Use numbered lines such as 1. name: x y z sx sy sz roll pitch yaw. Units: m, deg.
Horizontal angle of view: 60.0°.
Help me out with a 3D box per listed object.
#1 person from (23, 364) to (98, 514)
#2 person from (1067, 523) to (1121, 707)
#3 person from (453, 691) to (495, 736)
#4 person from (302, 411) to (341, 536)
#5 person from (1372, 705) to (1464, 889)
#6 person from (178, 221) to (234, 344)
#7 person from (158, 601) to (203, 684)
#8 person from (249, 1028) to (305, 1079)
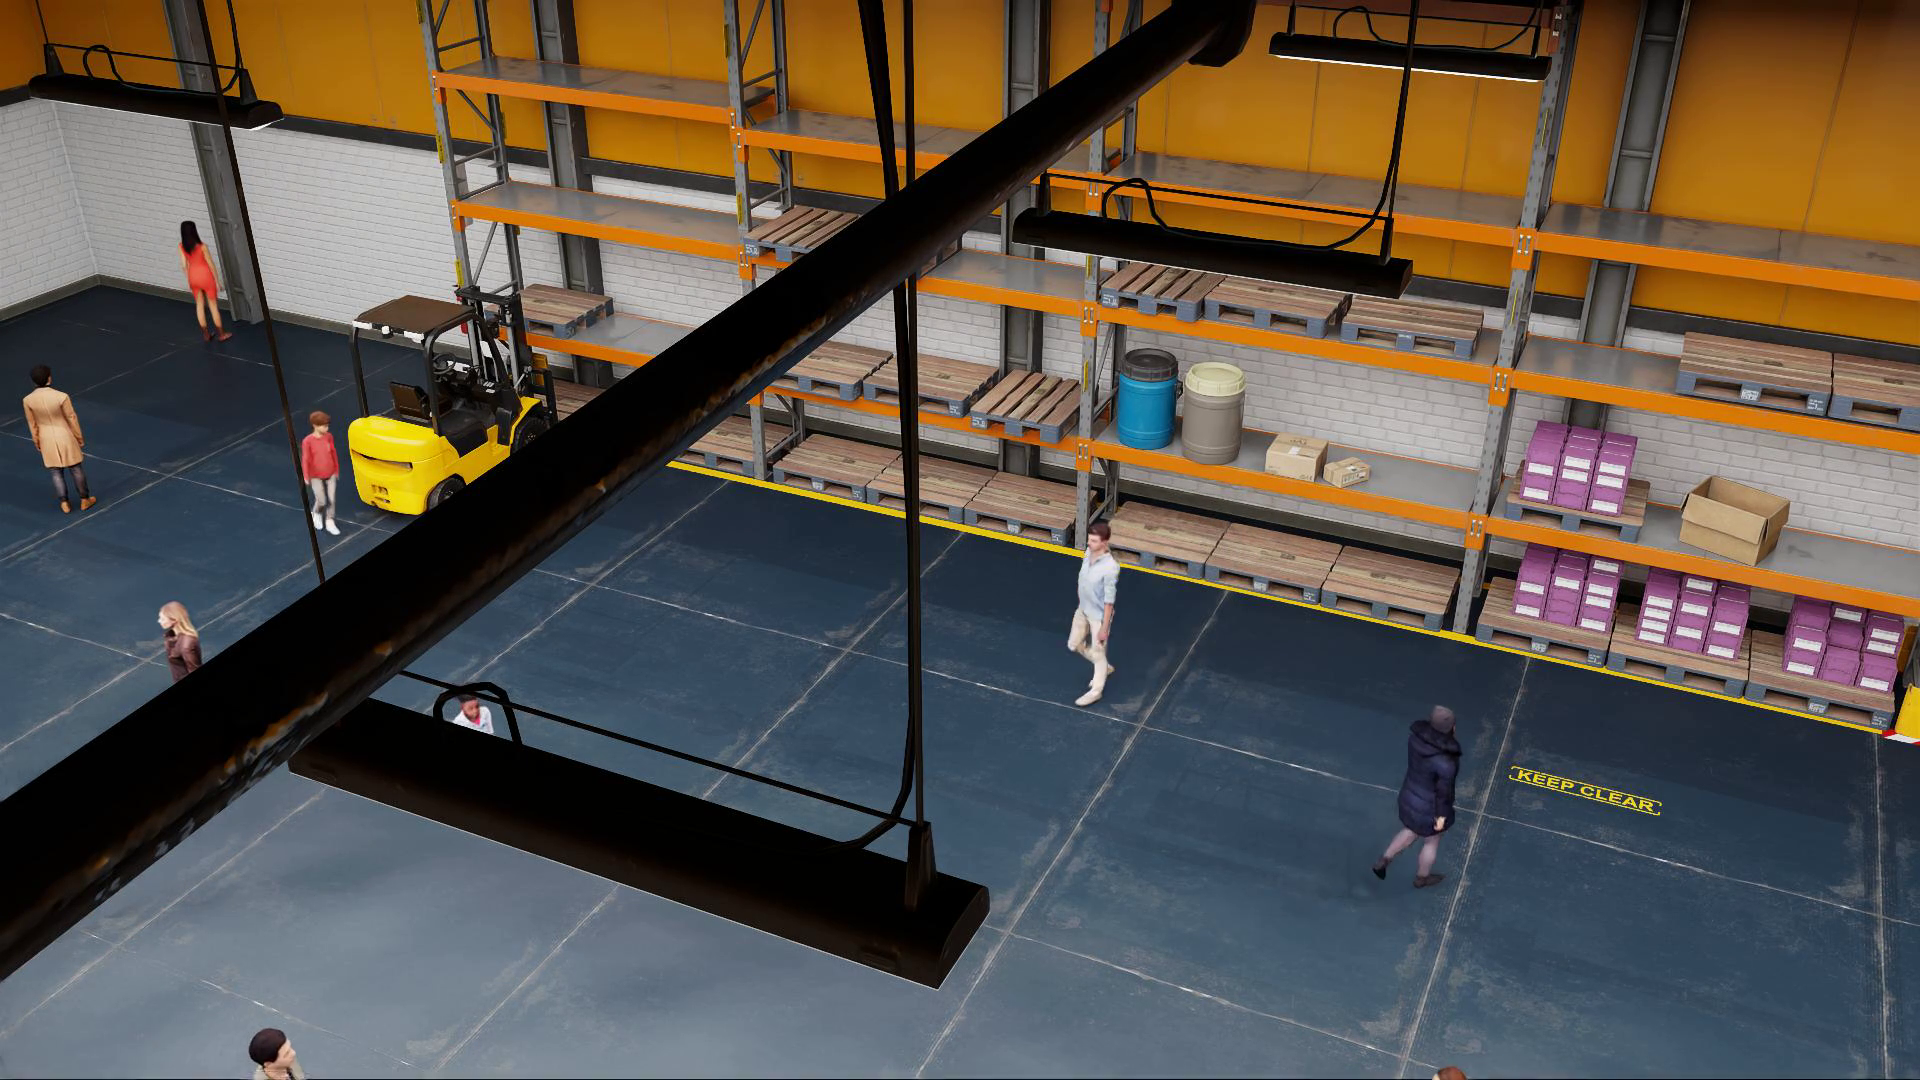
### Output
1. person: -9.936 -1.118 18.302 0.757 1.727 0.819 -9 30 -17
2. person: 1.296 0.643 14.954 0.891 1.841 0.823 -14 32 -24
3. person: -3.937 1.741 13.550 0.591 1.259 0.641 -17 33 -28
4. person: -6.916 -0.743 17.951 0.650 1.404 0.710 -23 36 -36
5. person: 3.477 1.998 12.662 1.004 1.658 0.948 -9 30 -16
6. person: -10.366 -3.539 22.748 0.591 1.719 0.720 1 29 1
7. person: -6.409 1.252 13.982 0.733 1.703 0.629 -16 32 -27
8. person: -3.980 3.563 9.618 1.235 1.824 1.098 -5 29 -10
